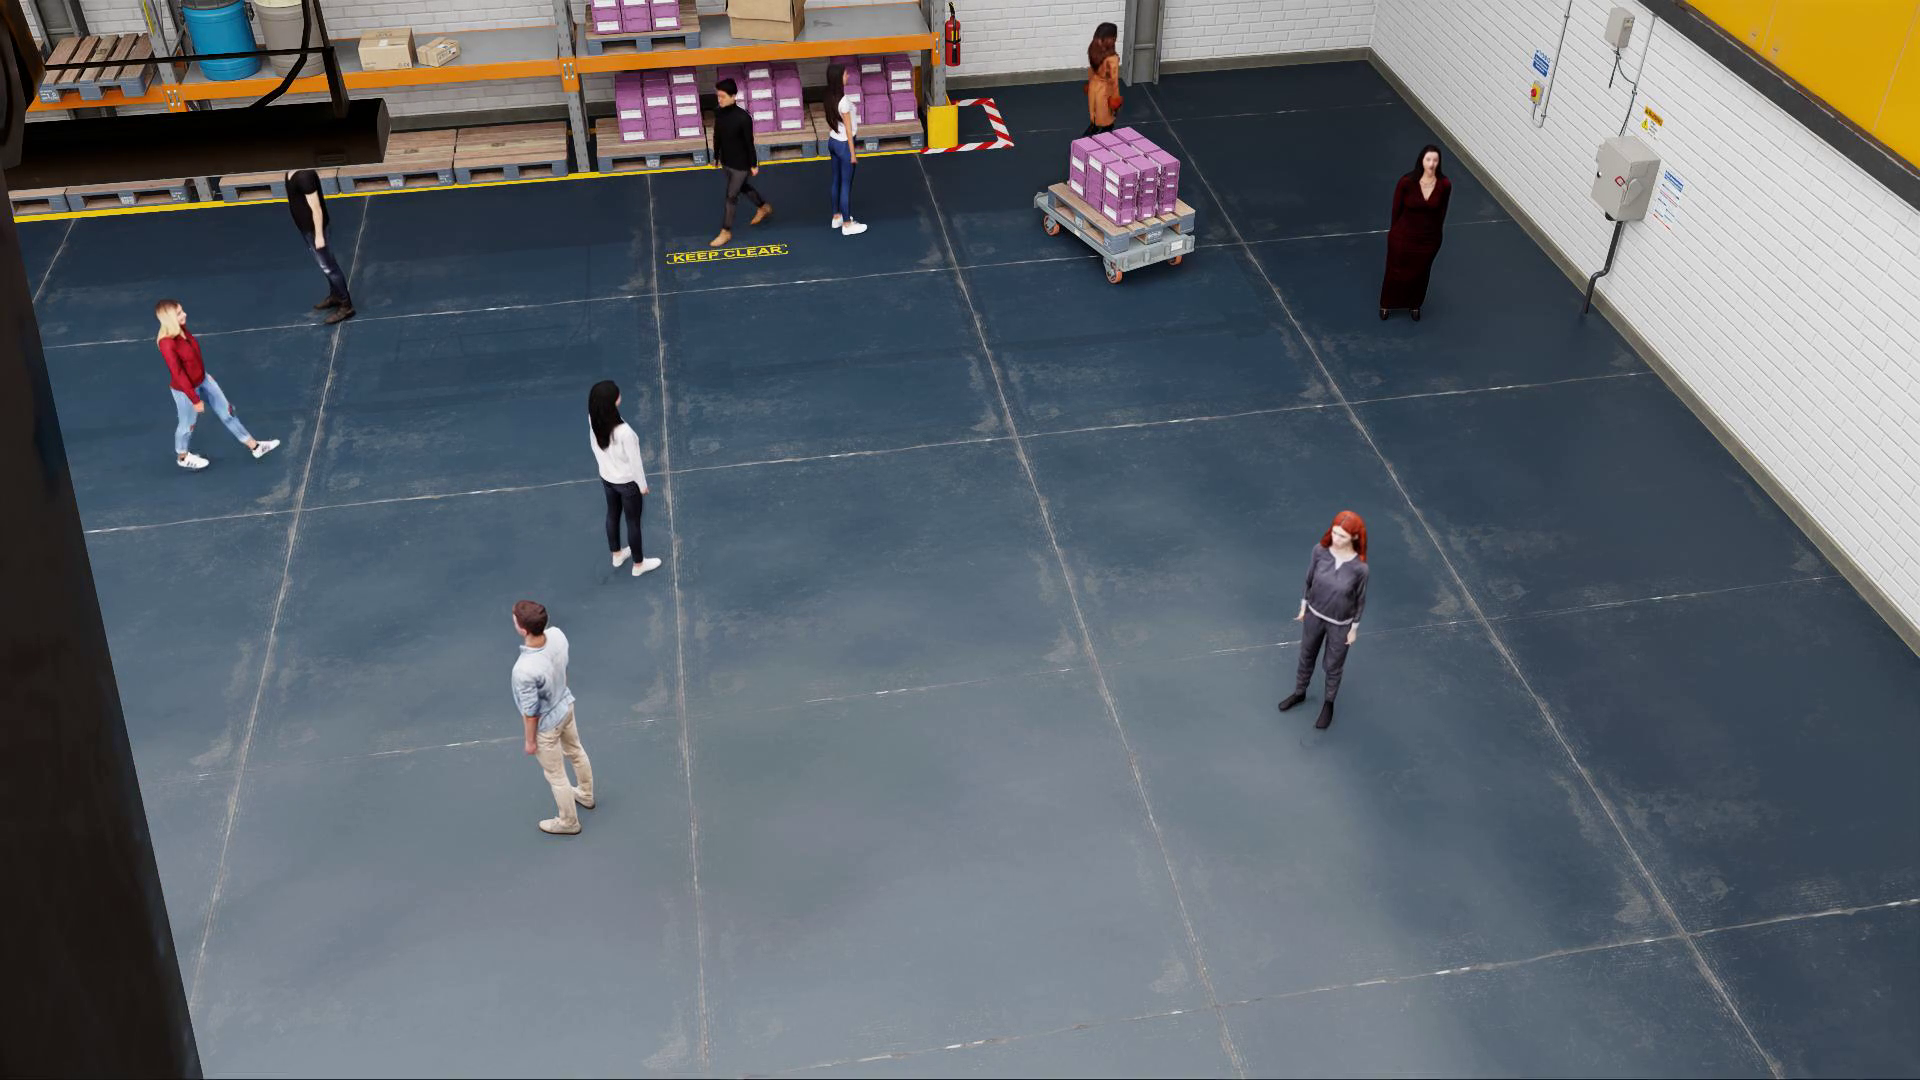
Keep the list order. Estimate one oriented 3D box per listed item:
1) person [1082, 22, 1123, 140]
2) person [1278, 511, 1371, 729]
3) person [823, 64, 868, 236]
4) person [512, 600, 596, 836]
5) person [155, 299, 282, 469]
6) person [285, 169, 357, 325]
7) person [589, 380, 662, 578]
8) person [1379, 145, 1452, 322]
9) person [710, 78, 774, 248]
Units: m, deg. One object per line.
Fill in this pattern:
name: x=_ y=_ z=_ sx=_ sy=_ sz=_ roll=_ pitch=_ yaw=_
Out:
person: x=1.459 y=-4.697 z=17.824 sx=0.970 sy=1.709 sz=0.886 roll=-23 pitch=44 yaw=-26
person: x=2.498 y=0.524 z=11.231 sx=0.649 sy=1.779 sz=0.694 roll=27 pitch=46 yaw=30
person: x=-1.206 y=-3.959 z=16.848 sx=0.628 sy=1.774 sz=0.654 roll=-19 pitch=43 yaw=-23
person: x=-2.567 y=1.108 z=10.444 sx=0.723 sy=1.848 sz=0.732 roll=12 pitch=40 yaw=14
person: x=-6.346 y=-1.223 z=13.579 sx=1.092 sy=1.577 sz=0.682 roll=-3 pitch=39 yaw=-4
person: x=-5.999 y=-2.928 z=15.460 sx=0.698 sy=1.895 sz=0.754 roll=-22 pitch=43 yaw=-25
person: x=-2.575 y=-0.481 z=12.552 sx=0.700 sy=1.700 sz=0.754 roll=25 pitch=45 yaw=28
person: x=4.230 y=-2.850 z=15.471 sx=0.613 sy=1.759 sz=0.774 roll=2 pitch=39 yaw=3
person: x=-2.210 y=-3.861 z=16.788 sx=1.214 sy=1.695 sz=1.074 roll=-32 pitch=48 yaw=-33
